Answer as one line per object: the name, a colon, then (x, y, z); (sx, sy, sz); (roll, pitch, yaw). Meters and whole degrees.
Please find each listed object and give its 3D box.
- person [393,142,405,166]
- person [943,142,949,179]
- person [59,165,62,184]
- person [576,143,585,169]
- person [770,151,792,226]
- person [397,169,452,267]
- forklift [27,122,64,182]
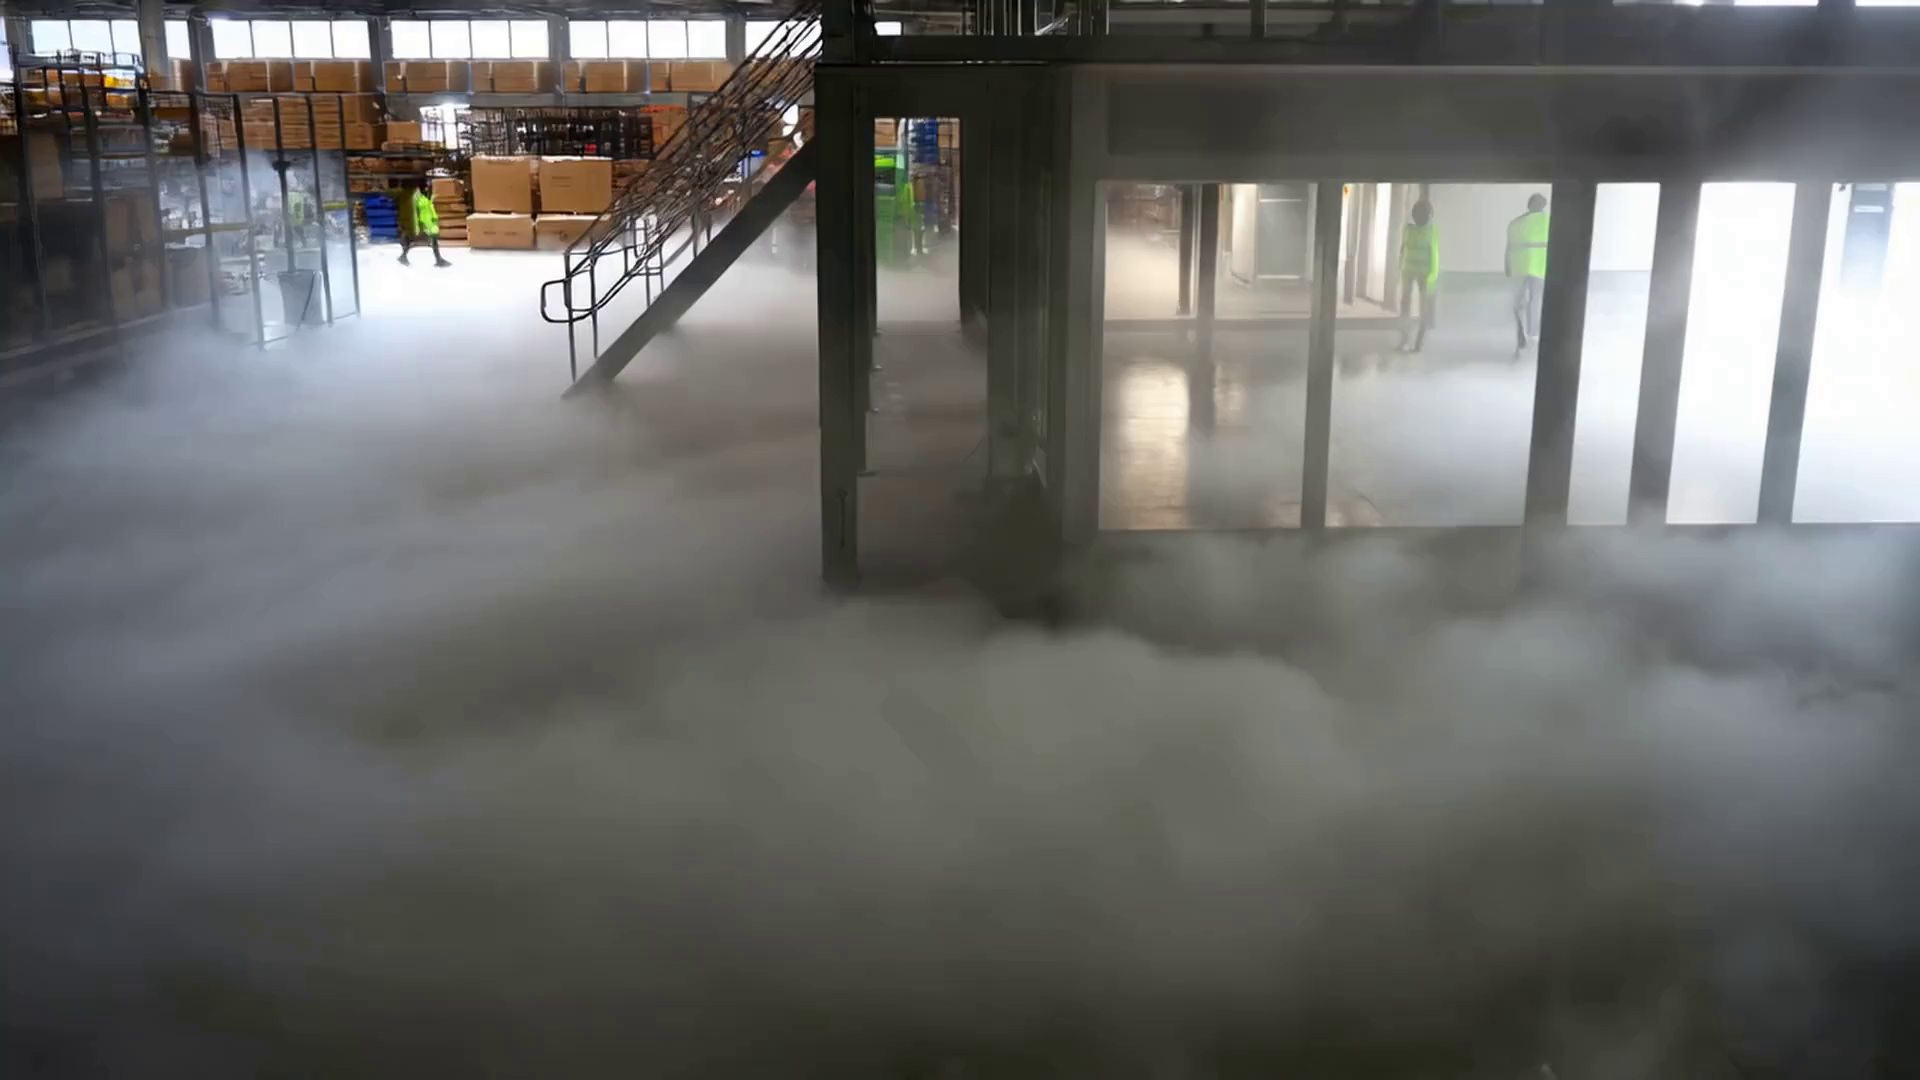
person: (-24.781, -16.622, 73.663); (0.407, 1.942, 0.615); (7, 15, 24)
person: (-0.622, -19.339, 84.767); (0.575, 1.826, 0.560); (-2, 14, -8)
person: (-31.234, -12.400, 57.446); (0.287, 1.625, 0.496); (7, 16, 25)
person: (-19.142, -19.151, 84.049); (0.411, 1.821, 0.608); (-11, 18, -37)
person: (-4.931, -9.573, 45.360); (0.613, 2.020, 0.878); (8, 16, 28)
person: (-10.511, -6.253, 32.346); (0.998, 1.887, 0.541); (-5, 15, -21)
forklift: (-35.376, -14.773, 64.377); (1.129, 2.768, 1.873); (-1, 14, -2)
